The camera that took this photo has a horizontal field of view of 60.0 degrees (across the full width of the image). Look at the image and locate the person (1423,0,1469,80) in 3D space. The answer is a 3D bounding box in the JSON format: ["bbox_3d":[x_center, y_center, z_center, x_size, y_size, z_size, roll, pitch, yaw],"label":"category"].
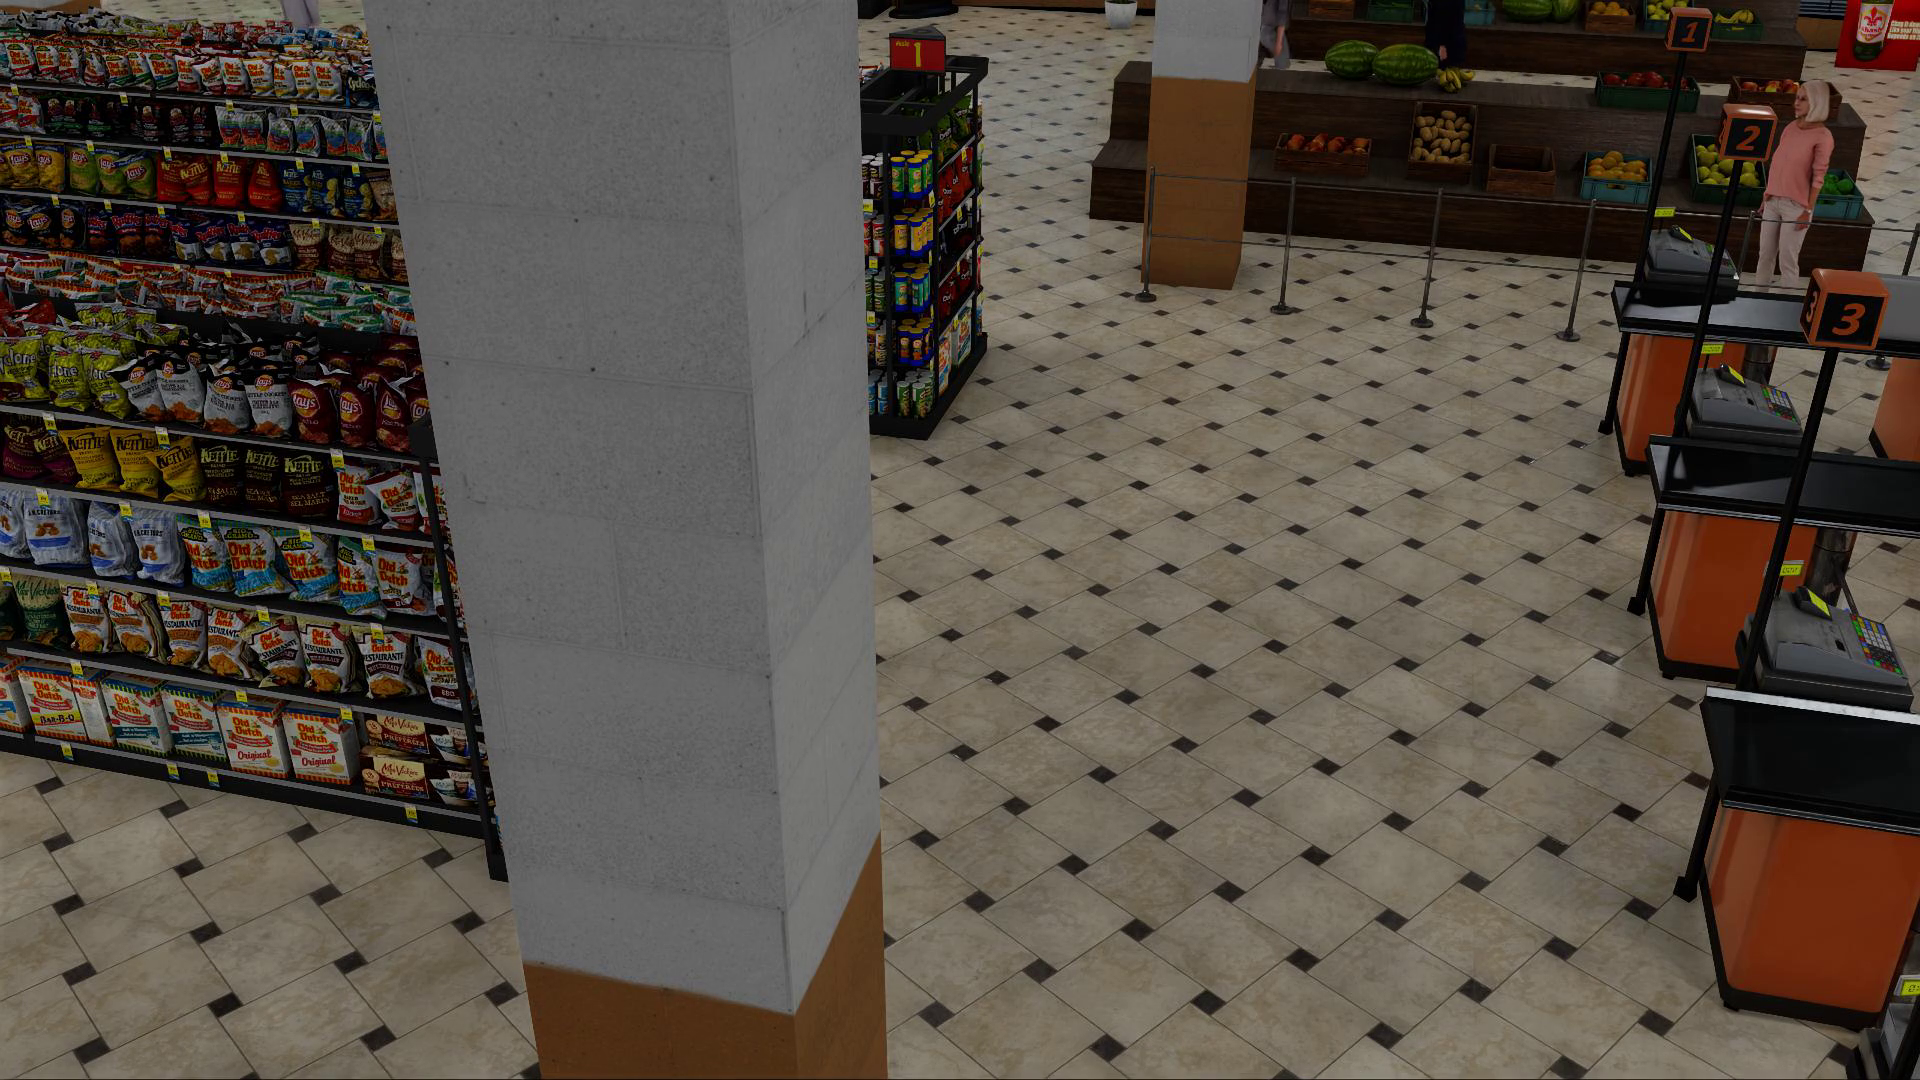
[{"bbox_3d":[4.815,-4.797,16.196,1.081,1.633,0.855,16,32,27],"label":"person"}]

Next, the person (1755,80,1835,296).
[{"bbox_3d":[5.794,-2.343,11.606,0.700,1.724,0.683,-9,30,-16],"label":"person"}]

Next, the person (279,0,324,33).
[{"bbox_3d":[-6.326,-4.722,15.965,0.913,1.722,0.830,15,32,25],"label":"person"}]
